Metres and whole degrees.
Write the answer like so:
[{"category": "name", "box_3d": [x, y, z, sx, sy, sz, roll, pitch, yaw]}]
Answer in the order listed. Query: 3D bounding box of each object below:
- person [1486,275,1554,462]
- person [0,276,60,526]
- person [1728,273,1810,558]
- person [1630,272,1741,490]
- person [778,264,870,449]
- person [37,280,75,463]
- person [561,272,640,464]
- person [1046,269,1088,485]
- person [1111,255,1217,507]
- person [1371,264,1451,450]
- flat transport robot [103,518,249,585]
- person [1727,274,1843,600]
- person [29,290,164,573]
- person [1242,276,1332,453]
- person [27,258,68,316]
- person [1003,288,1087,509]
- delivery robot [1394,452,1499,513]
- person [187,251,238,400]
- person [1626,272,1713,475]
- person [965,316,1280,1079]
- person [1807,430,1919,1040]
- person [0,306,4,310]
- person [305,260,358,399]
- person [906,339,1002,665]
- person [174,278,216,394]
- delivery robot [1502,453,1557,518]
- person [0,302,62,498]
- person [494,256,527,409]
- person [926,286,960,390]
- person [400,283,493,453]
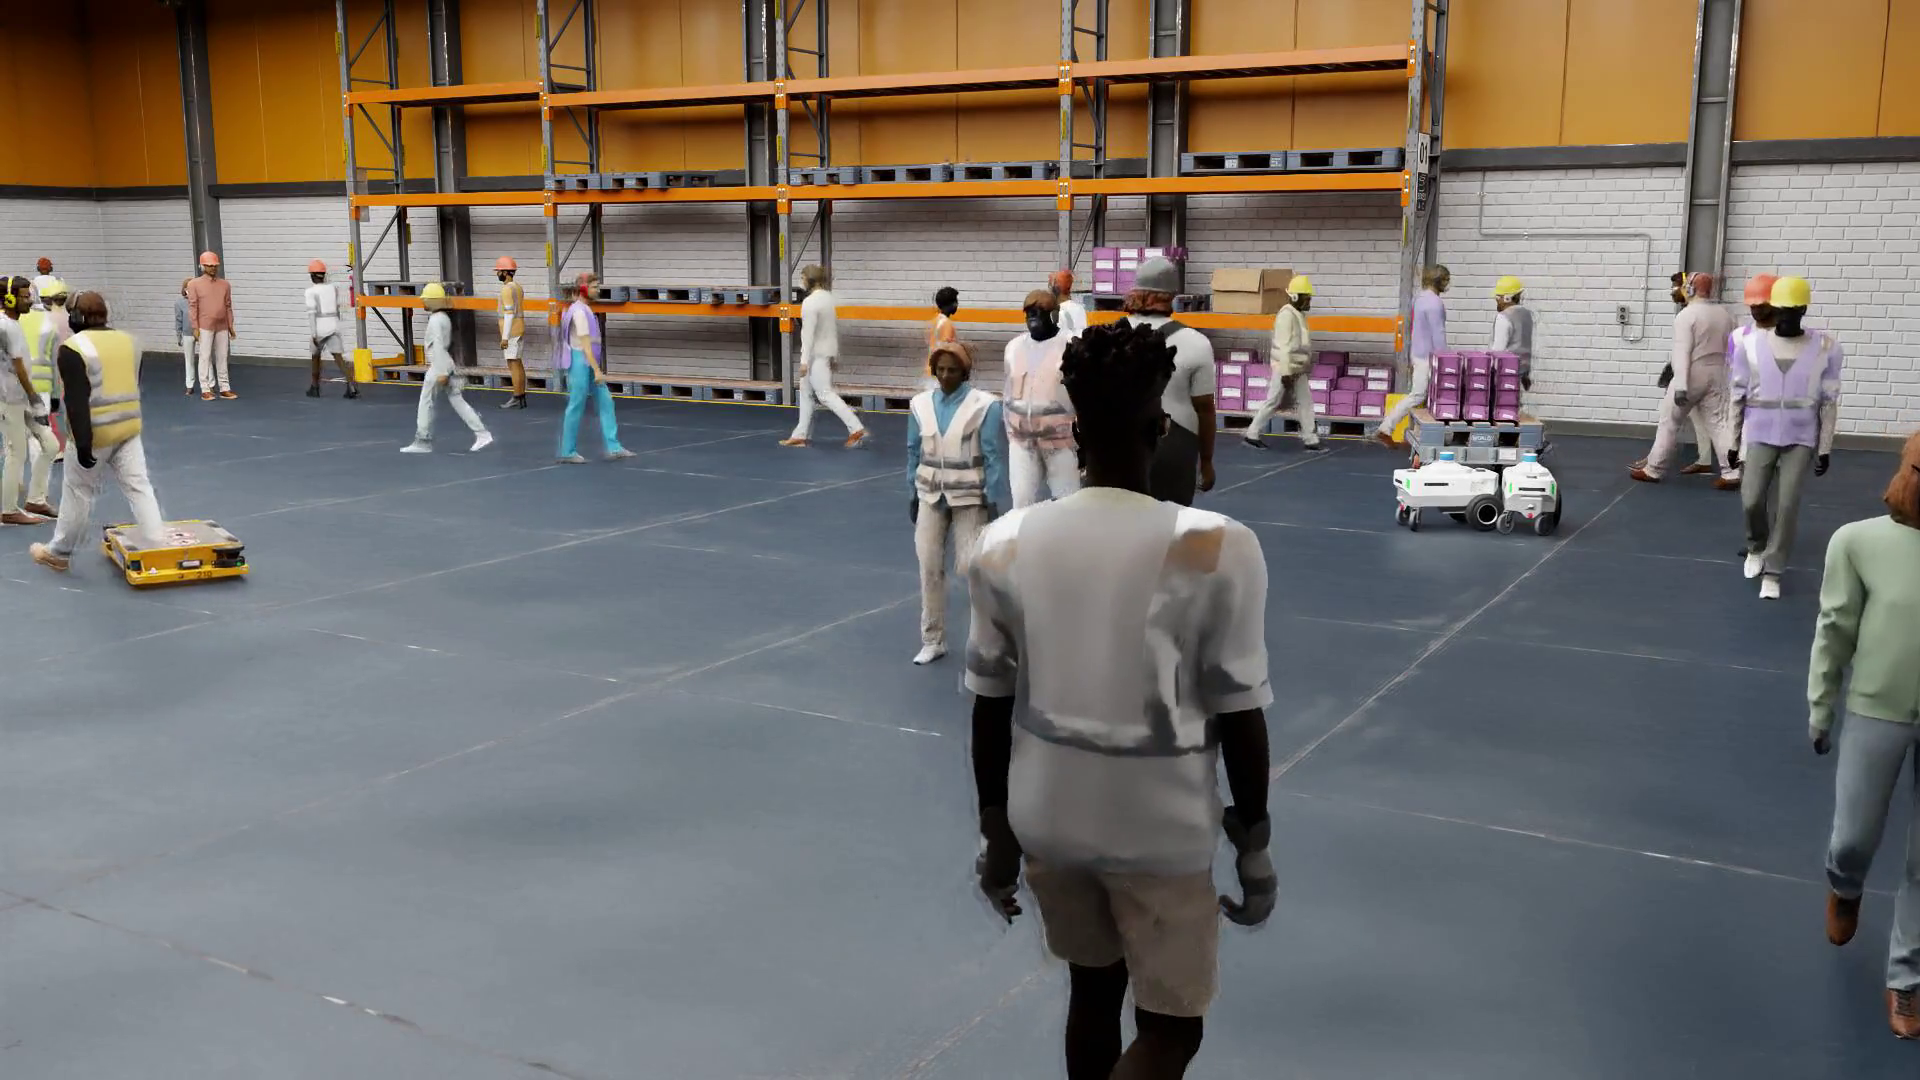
[{"category": "person", "box_3d": [5.271, -1.599, 15.763, 0.861, 1.800, 0.610, 8, 13, 40]}, {"category": "person", "box_3d": [-6.896, -1.018, 12.302, 0.580, 1.847, 0.518, -4, 11, -21]}, {"category": "person", "box_3d": [5.512, -0.853, 11.259, 0.835, 1.896, 0.587, -10, 14, -43]}, {"category": "person", "box_3d": [6.314, -1.361, 14.244, 0.671, 1.859, 1.015, -5, 11, -26]}, {"category": "person", "box_3d": [-1.384, -1.866, 16.987, 0.975, 1.906, 0.629, 2, 10, 11]}, {"category": "person", "box_3d": [-8.514, -1.564, 15.664, 0.591, 1.746, 0.550, 3, 10, 15]}, {"category": "person", "box_3d": [-3.436, -1.612, 15.771, 0.845, 1.813, 0.576, 0, 10, -1]}, {"category": "person", "box_3d": [0.916, -1.387, 14.315, 0.404, 1.870, 0.597, 5, 11, 28]}, {"category": "person", "box_3d": [1.006, -0.461, 8.605, 0.685, 2.000, 0.538, 6, 11, 29]}, {"category": "person", "box_3d": [4.671, -1.839, 16.826, 0.931, 1.901, 0.617, 2, 10, 11]}, {"category": "flat transport robot", "box_3d": [-5.063, 0.055, 10.688, 0.652, 0.197, 1.431, -7, 12, -33]}, {"category": "person", "box_3d": [4.866, -0.614, 9.852, 0.583, 1.910, 0.516, 6, 11, 29]}, {"category": "person", "box_3d": [-5.423, -0.660, 10.446, 0.982, 1.787, 0.645, 3, 11, 18]}, {"category": "person", "box_3d": [3.269, -1.756, 16.704, 0.894, 1.782, 0.621, 6, 11, 29]}, {"category": "person", "box_3d": [-14.595, -3.570, 26.651, 0.586, 1.882, 0.342, -5, 11, -28]}, {"category": "person", "box_3d": [0.562, -0.621, 10.152, 0.630, 1.824, 0.782, 6, 11, 29]}, {"category": "delivery robot", "box_3d": [3.564, -0.404, 12.221, 0.707, 0.478, 0.477, 0, 10, -3]}, {"category": "person", "box_3d": [-10.092, -2.887, 22.469, 0.375, 1.995, 0.610, 7, 12, 35]}, {"category": "person", "box_3d": [6.491, -1.505, 15.107, 0.841, 1.829, 0.505, 6, 11, 29]}, {"category": "person", "box_3d": [0.273, 0.547, 3.186, 0.615, 1.942, 0.805, 6, 12, 32]}, {"category": "person", "box_3d": [2.564, 0.476, 4.483, 0.506, 1.621, 0.530, 5, 11, 24]}, {"category": "person", "box_3d": [-11.042, -2.193, 18.751, 0.663, 1.926, 0.461, -6, 11, -29]}, {"category": "person", "box_3d": [-8.606, -2.857, 22.622, 0.993, 1.900, 0.564, 8, 13, 37]}, {"category": "person", "box_3d": [-0.012, -0.208, 8.352, 0.529, 1.615, 0.579, 5, 11, 24]}, {"category": "person", "box_3d": [-10.706, -2.842, 23.280, 0.499, 1.625, 0.304, -3, 10, -15]}, {"category": "delivery robot", "box_3d": [4.149, -0.388, 12.132, 0.477, 0.478, 0.707, 3, 10, 15]}, {"category": "person", "box_3d": [-7.754, -1.229, 13.722, 0.666, 1.773, 0.997, -6, 12, -32]}, {"category": "person", "box_3d": [-5.742, -2.637, 21.214, 0.360, 1.939, 0.543, 0, 10, 1]}, {"category": "person", "box_3d": [-0.095, -1.631, 16.240, 0.534, 1.676, 0.543, -3, 10, -15]}, {"category": "person", "box_3d": [-5.168, -1.722, 16.681, 0.886, 1.702, 0.490, -1, 10, -3]}]
